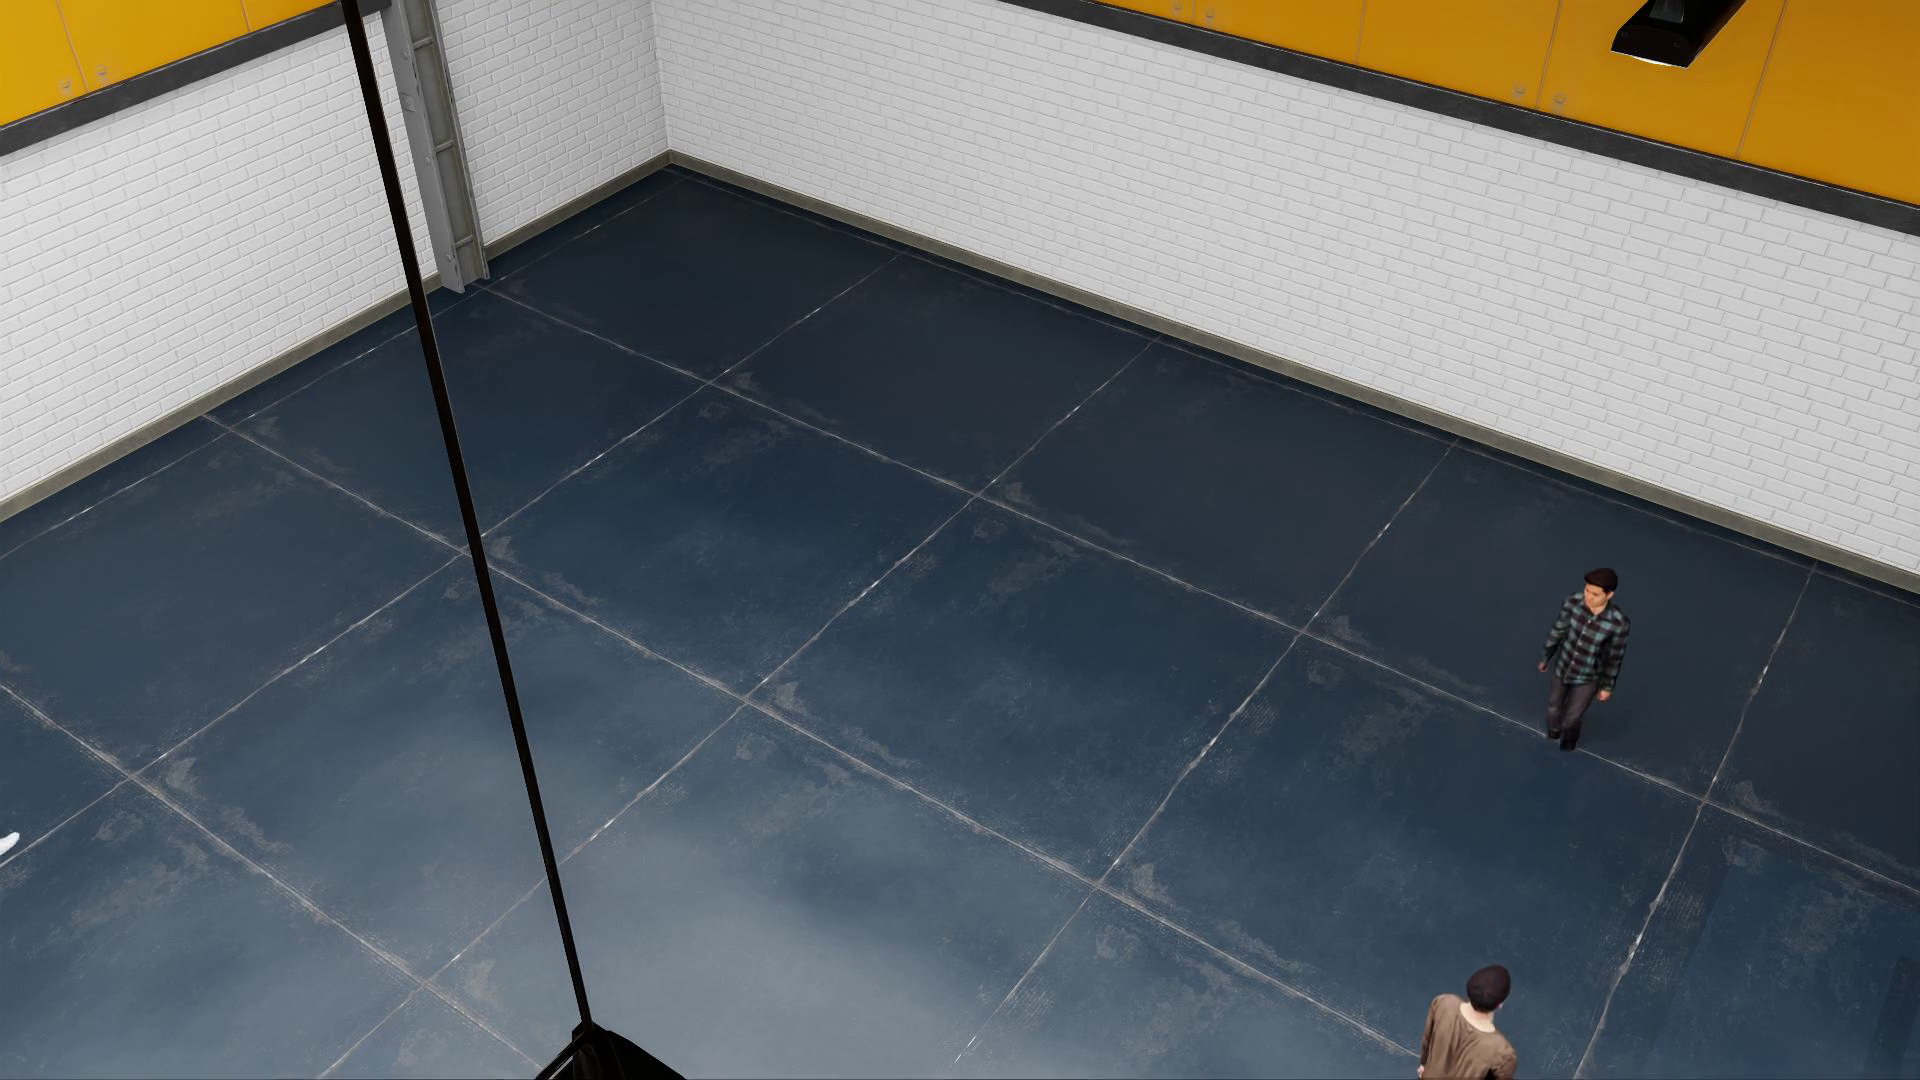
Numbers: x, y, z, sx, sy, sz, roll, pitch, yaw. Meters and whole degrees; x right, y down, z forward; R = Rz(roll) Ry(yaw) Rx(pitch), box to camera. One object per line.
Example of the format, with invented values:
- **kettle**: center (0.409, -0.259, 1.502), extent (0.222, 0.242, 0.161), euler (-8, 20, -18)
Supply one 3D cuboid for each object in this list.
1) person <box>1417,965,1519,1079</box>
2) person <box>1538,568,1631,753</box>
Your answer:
- **person**: center (2.525, 2.813, 8.476), extent (0.645, 1.887, 0.703), euler (-28, 47, -31)
- **person**: center (4.244, 0.828, 11.302), extent (0.692, 1.704, 0.763), euler (-28, 46, -30)
